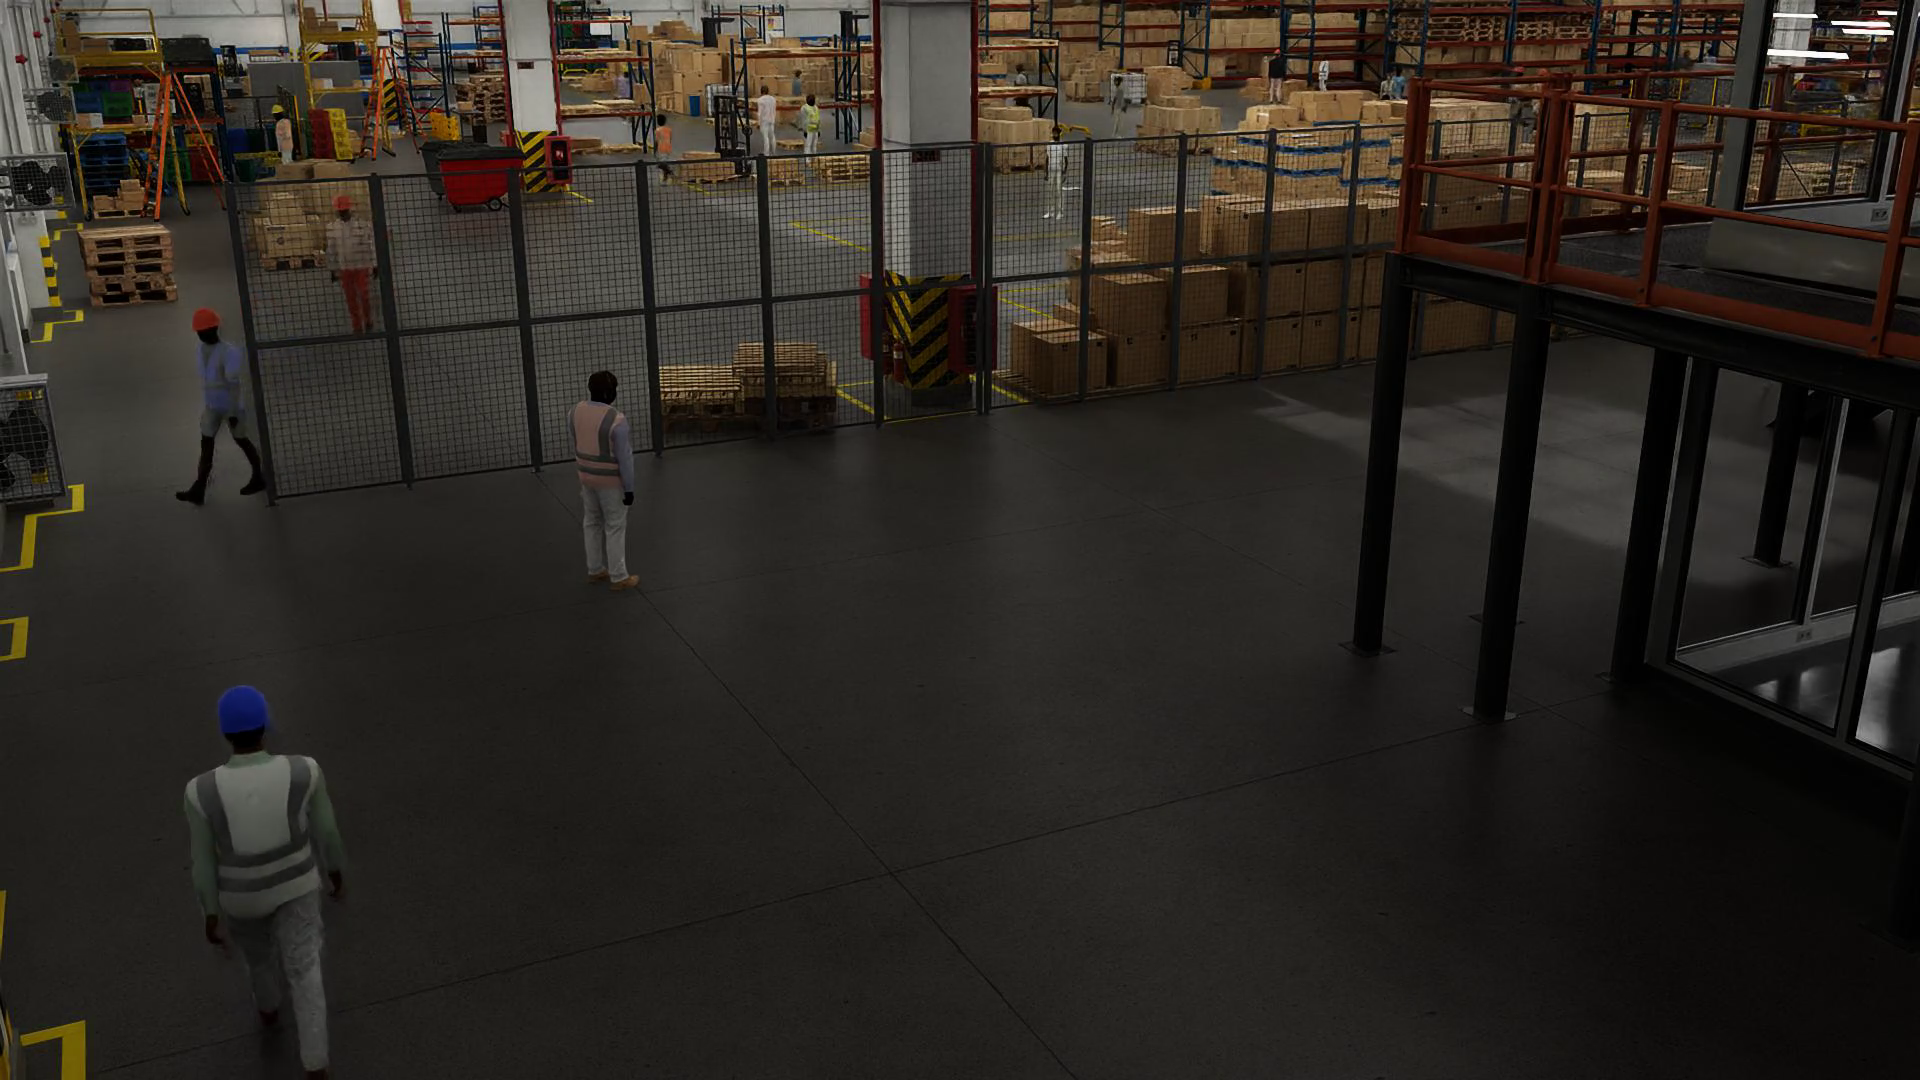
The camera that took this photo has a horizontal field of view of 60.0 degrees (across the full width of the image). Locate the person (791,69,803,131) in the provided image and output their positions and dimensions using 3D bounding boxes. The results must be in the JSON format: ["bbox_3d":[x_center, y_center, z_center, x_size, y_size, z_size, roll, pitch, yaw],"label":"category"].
[{"bbox_3d":[-5.010,-13.736,51.941,0.442,1.912,0.654,-6,20,-17],"label":"person"}]

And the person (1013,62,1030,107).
[{"bbox_3d":[1.988,-14.574,54.185,1.021,2.000,0.683,5,20,15],"label":"person"}]

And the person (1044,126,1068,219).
[{"bbox_3d":[1.946,-7.496,33.919,0.513,1.876,0.328,11,22,29],"label":"person"}]

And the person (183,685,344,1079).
[{"bbox_3d":[-3.148,1.569,7.619,0.641,1.898,1.014,-9,21,-24],"label":"person"}]

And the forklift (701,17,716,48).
[{"bbox_3d":[-10.921,-21.323,72.480,1.873,2.768,1.129,-9,21,-25],"label":"forklift"}]

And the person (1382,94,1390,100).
[{"bbox_3d":[10.565,-10.135,41.502,0.597,1.916,0.372,4,19,12],"label":"person"}]

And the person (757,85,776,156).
[{"bbox_3d":[-5.170,-11.155,44.429,0.370,1.940,0.627,16,24,38],"label":"person"}]

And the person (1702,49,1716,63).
[{"bbox_3d":[31.345,-19.735,69.717,0.547,1.653,0.771,7,20,20],"label":"person"}]

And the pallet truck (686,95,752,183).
[{"bbox_3d":[-5.836,-9.608,39.856,0.823,1.965,1.885,10,22,27],"label":"pallet truck"}]

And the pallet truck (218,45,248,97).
[{"bbox_3d":[-28.879,-18.665,66.111,0.823,1.965,1.885,-3,19,-9],"label":"pallet truck"}]

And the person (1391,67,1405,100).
[{"bbox_3d":[14.987,-15.371,57.040,0.550,1.674,0.624,18,26,41],"label":"person"}]

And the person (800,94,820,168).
[{"bbox_3d":[-3.806,-10.495,42.660,0.429,1.846,0.627,11,22,30],"label":"person"}]

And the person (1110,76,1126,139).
[{"bbox_3d":[4.645,-12.865,49.526,0.700,1.845,0.544,12,22,30],"label":"person"}]

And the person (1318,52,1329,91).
[{"bbox_3d":[13.609,-17.308,62.347,0.343,1.882,0.586,-5,20,-13],"label":"person"}]

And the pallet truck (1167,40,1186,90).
[{"bbox_3d":[9.045,-19.971,69.895,0.823,1.965,1.885,-3,19,-8],"label":"pallet truck"}]

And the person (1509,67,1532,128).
[{"bbox_3d":[17.810,-14.100,53.037,0.997,1.885,0.565,4,20,12],"label":"person"}]

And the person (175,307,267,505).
[{"bbox_3d":[-7.104,-1.269,15.851,0.552,1.882,0.988,8,21,22],"label":"person"}]

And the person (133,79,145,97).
[{"bbox_3d":[-25.333,-13.407,51.423,0.526,1.631,0.319,6,20,17],"label":"person"}]

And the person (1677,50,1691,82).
[{"bbox_3d":[30.555,-19.872,70.235,0.502,1.583,0.865,-2,19,-7],"label":"person"}]

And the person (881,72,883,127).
[{"bbox_3d":[-2.339,-13.973,52.598,0.373,1.940,0.627,-13,23,-32],"label":"person"}]

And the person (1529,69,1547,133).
[{"bbox_3d":[17.881,-13.496,51.239,0.566,1.930,0.374,-1,19,-2],"label":"person"}]

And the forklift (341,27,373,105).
[{"bbox_3d":[-22.275,-17.346,60.954,1.873,2.768,1.129,-9,21,-25],"label":"forklift"}]

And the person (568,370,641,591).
[{"bbox_3d":[-2.904,-0.489,13.680,0.619,1.836,0.431,12,22,32],"label":"person"}]

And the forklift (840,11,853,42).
[{"bbox_3d":[-5.678,-25.051,83.287,1.873,2.768,1.129,-9,21,-25],"label":"forklift"}]

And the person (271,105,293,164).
[{"bbox_3d":[-15.615,-9.060,38.399,0.385,1.915,0.586,1,19,3],"label":"person"}]

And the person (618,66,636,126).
[{"bbox_3d":[-10.742,-14.357,53.753,0.599,1.908,0.679,-8,20,-21],"label":"person"}]

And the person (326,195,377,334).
[{"bbox_3d":[-8.403,-3.763,22.938,0.655,1.973,0.448,0,19,-1],"label":"person"}]

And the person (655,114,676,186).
[{"bbox_3d":[-6.888,-9.102,38.865,0.579,1.678,0.539,12,22,31],"label":"person"}]

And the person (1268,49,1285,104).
[{"bbox_3d":[11.854,-17.348,62.297,0.612,1.995,0.376,6,20,16],"label":"person"}]

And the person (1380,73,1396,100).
[{"bbox_3d":[14.108,-14.601,54.903,0.515,1.615,0.716,2,19,5],"label":"person"}]
